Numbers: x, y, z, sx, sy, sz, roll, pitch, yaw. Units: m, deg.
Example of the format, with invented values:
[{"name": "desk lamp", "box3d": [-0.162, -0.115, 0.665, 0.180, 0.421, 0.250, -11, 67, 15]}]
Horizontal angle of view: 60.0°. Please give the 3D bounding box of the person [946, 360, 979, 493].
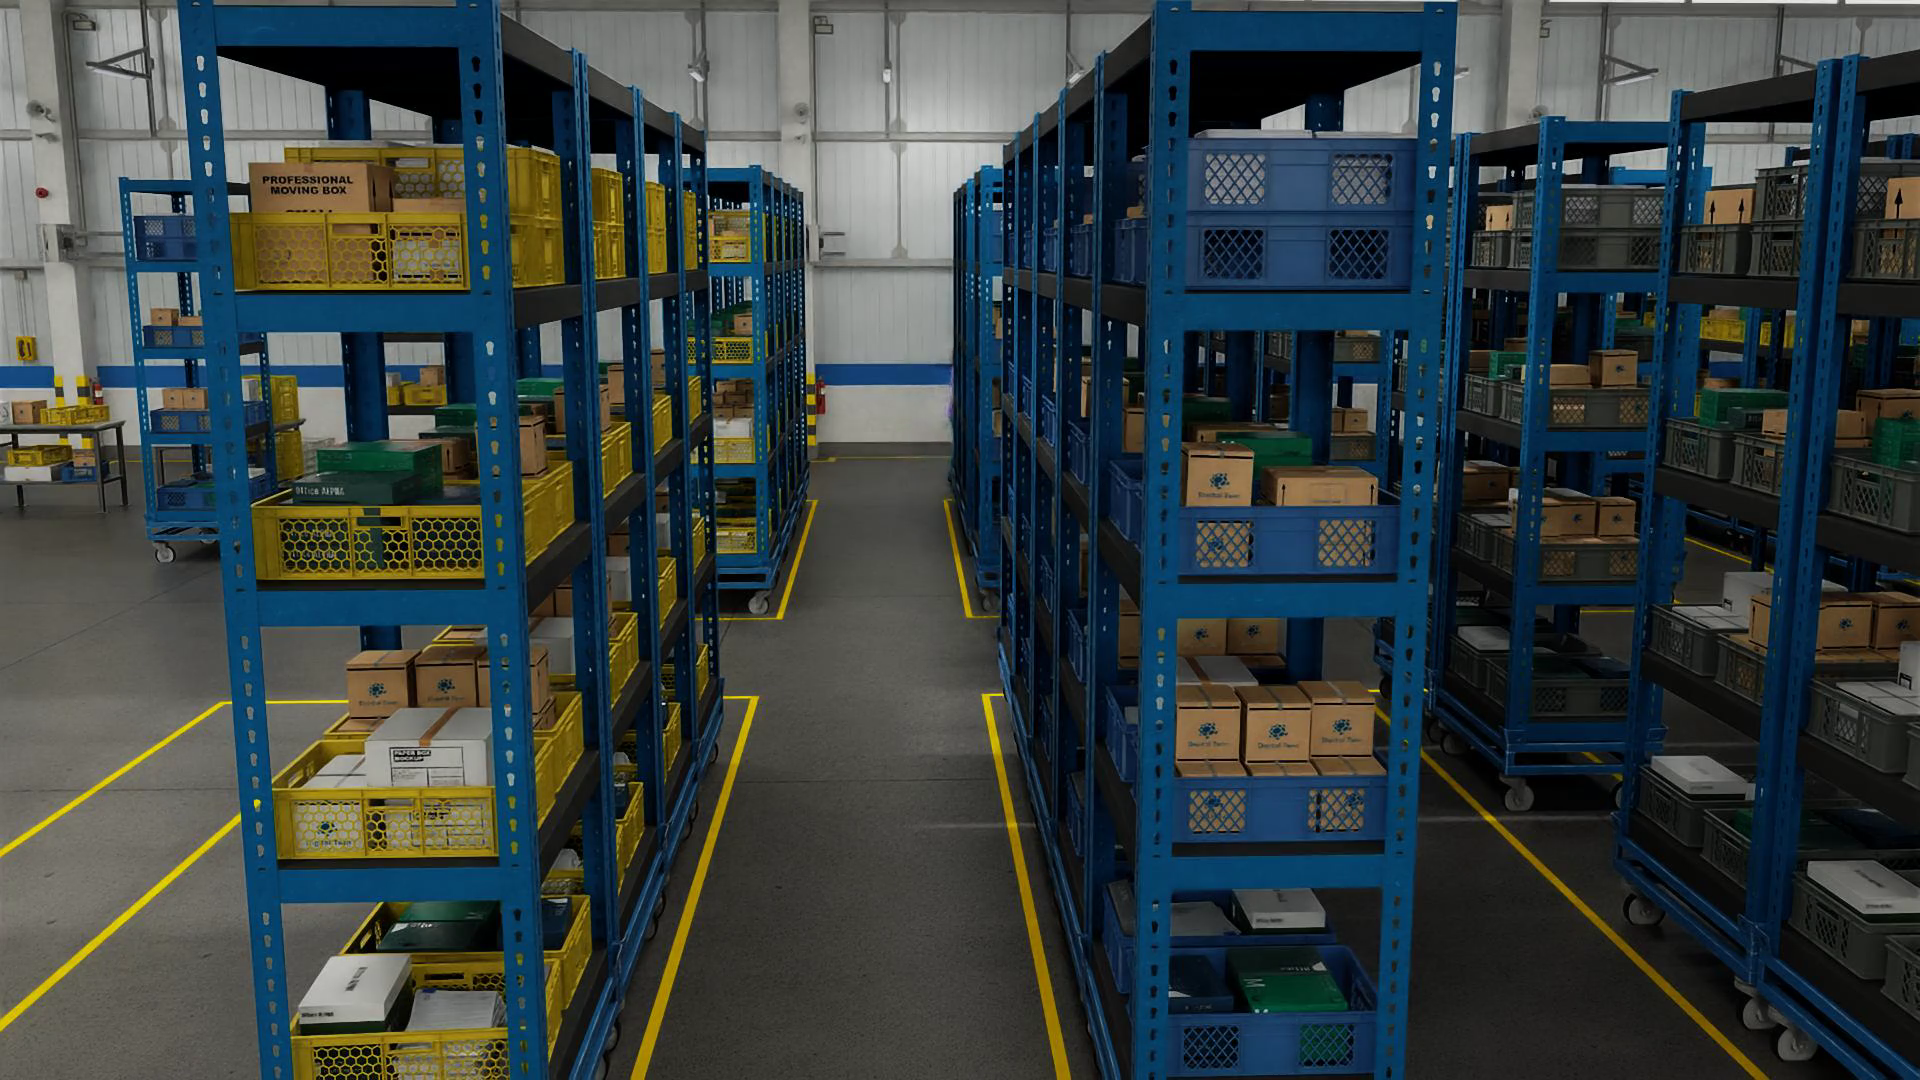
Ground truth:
[{"name": "person", "box3d": [0.086, -1.441, 20.051, 0.492, 1.805, 0.635, 0, 10, -2]}]
